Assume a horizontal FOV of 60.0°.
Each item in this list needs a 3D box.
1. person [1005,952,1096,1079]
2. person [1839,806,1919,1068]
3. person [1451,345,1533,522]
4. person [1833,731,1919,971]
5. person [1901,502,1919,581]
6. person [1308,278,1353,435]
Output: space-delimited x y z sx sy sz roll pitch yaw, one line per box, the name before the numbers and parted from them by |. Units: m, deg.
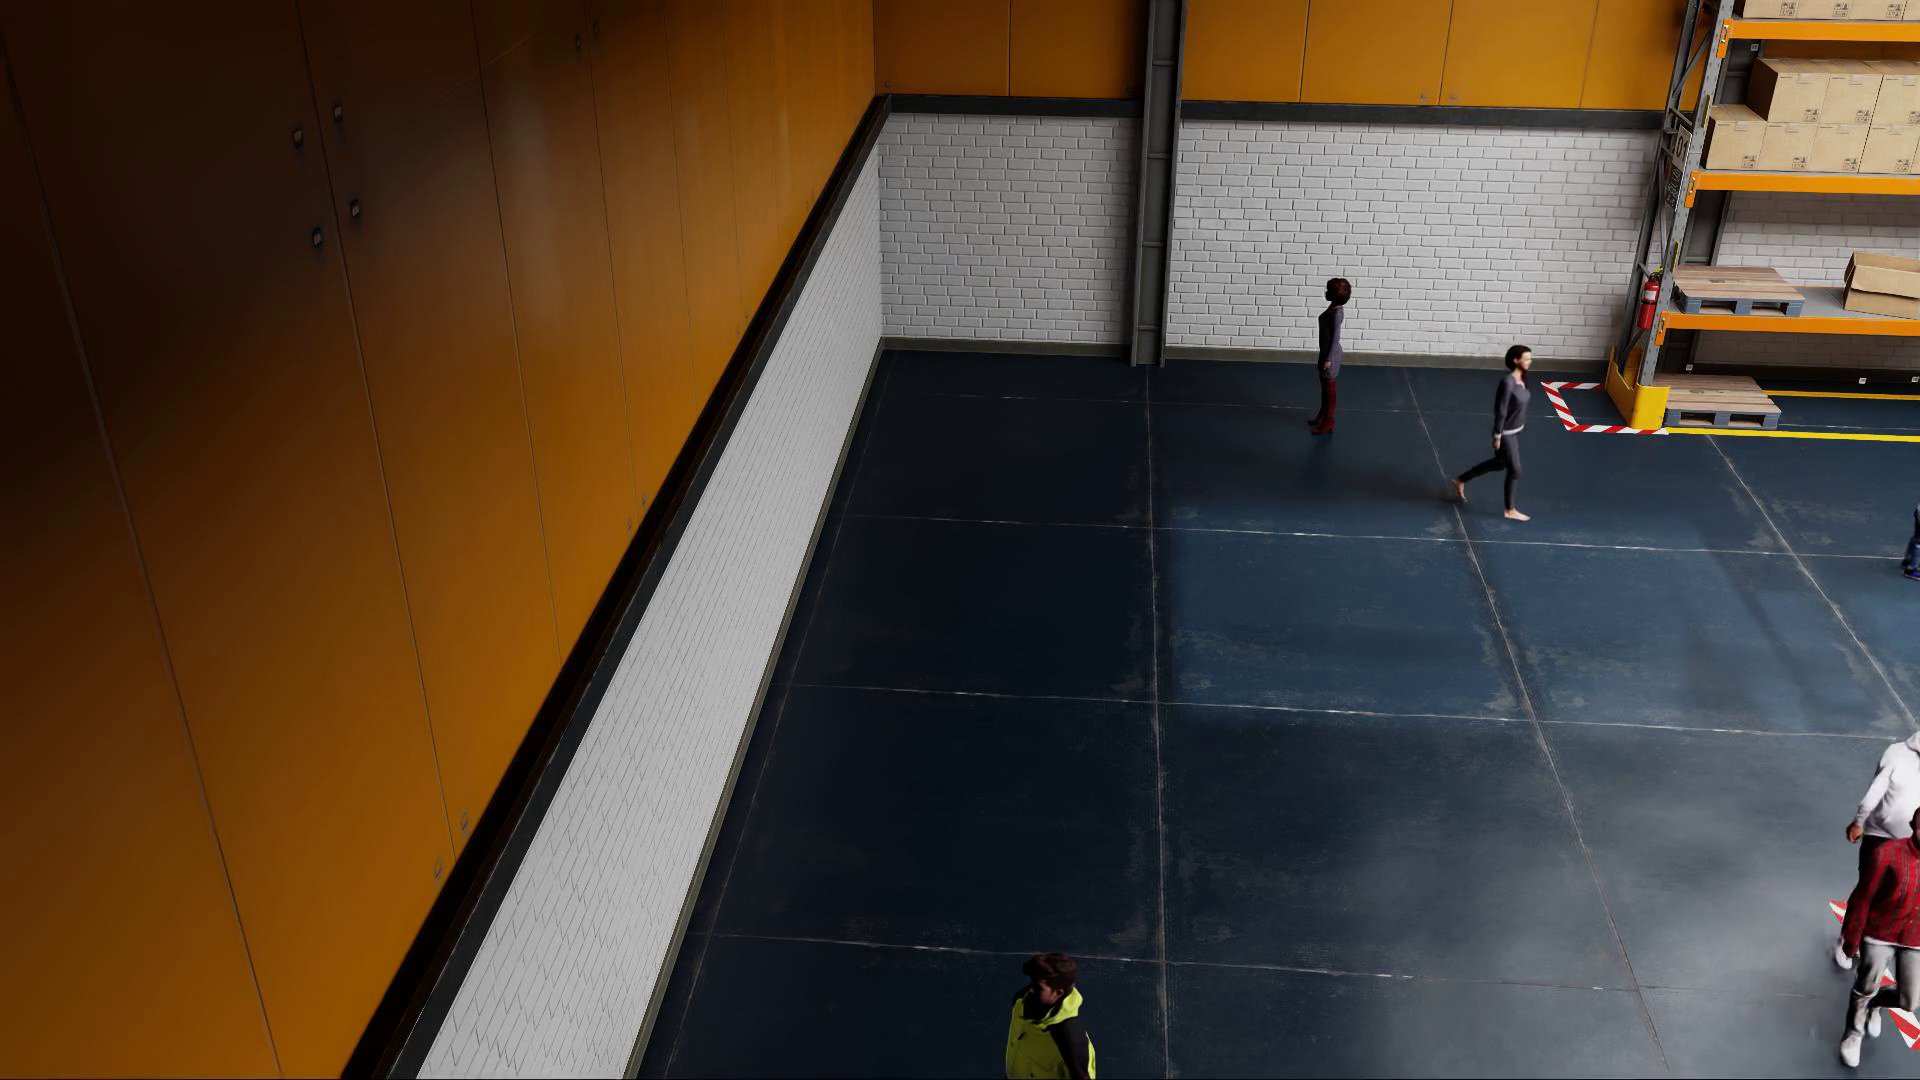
person | 0.459 2.876 8.499 0.885 1.983 0.871 -16 32 -27
person | 5.500 2.264 9.802 0.737 1.810 0.810 8 30 14
person | 5.166 -1.052 15.952 1.150 1.741 0.934 16 33 27
person | 5.934 1.801 10.548 0.744 1.907 0.849 9 30 16
person | 8.747 -0.253 14.992 0.539 1.258 0.523 9 30 17
person | 3.928 -1.961 17.651 0.496 1.711 0.569 2 29 4
